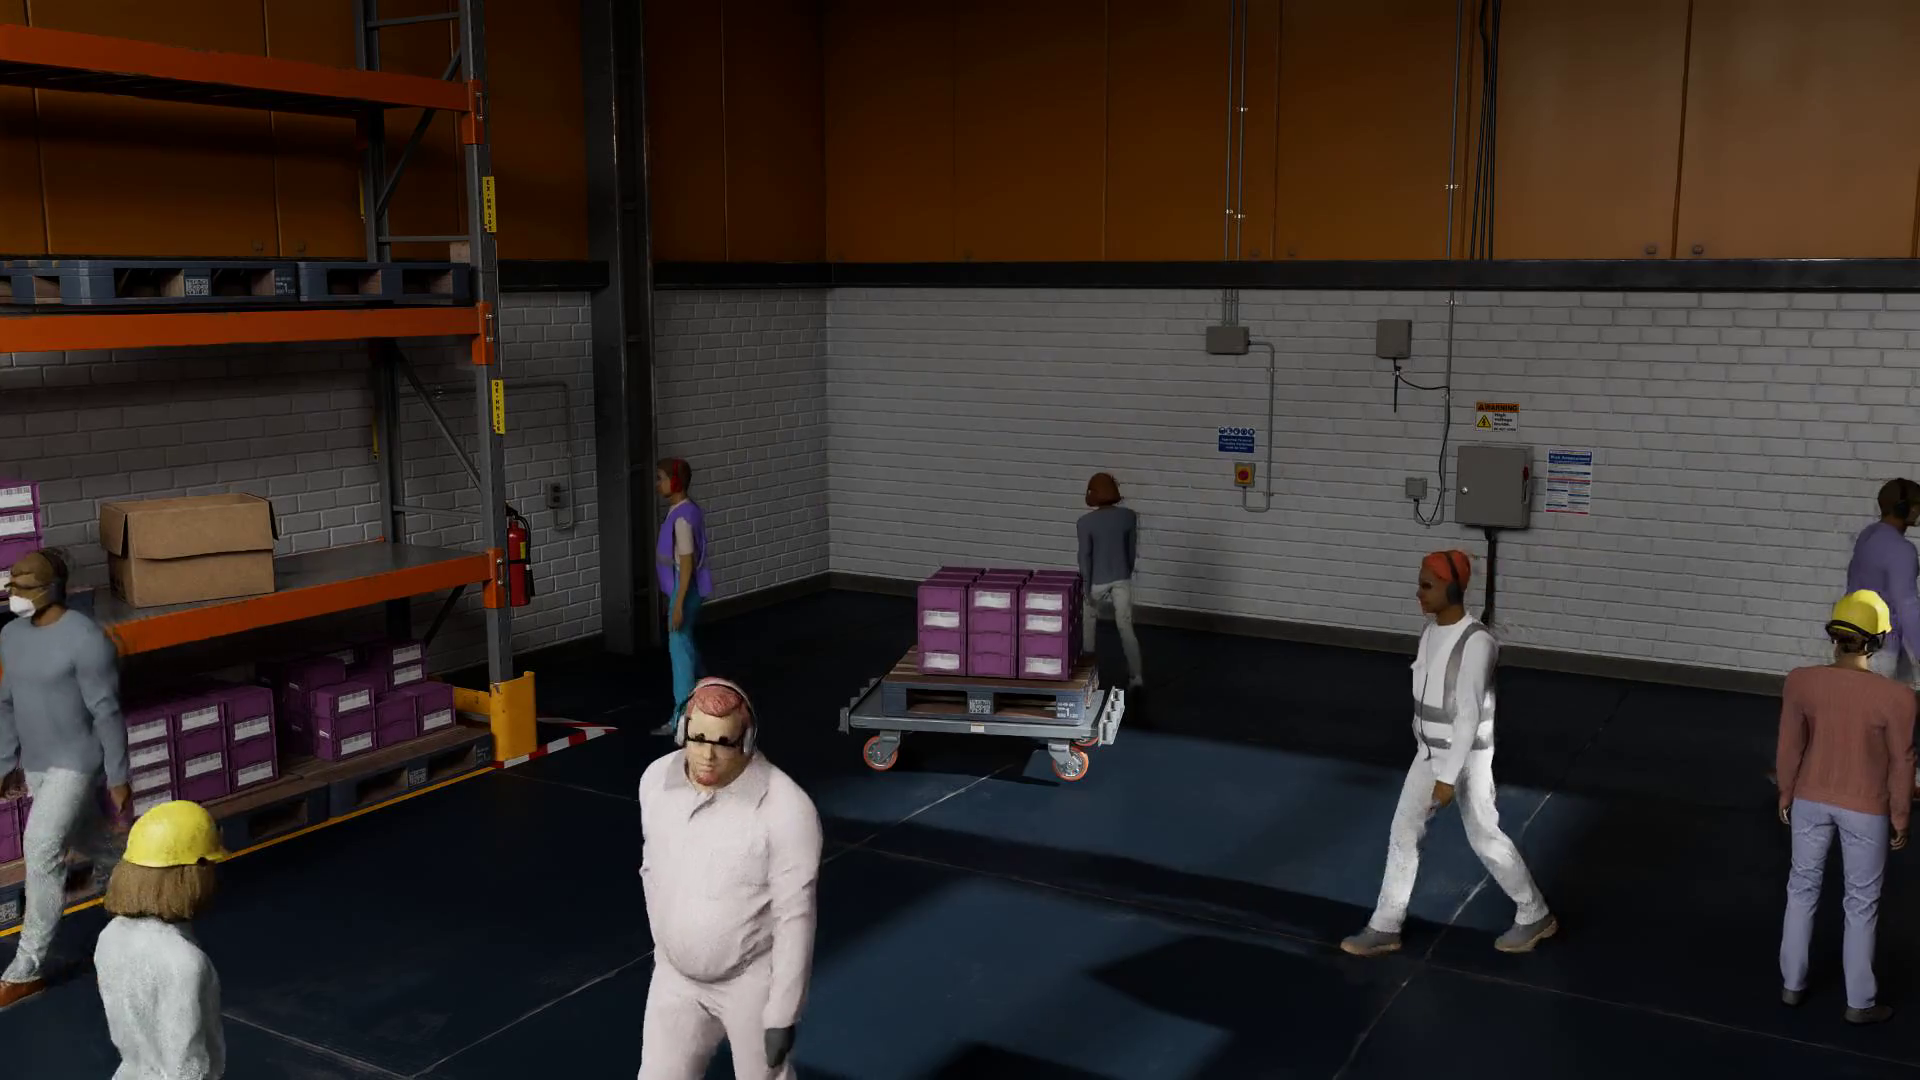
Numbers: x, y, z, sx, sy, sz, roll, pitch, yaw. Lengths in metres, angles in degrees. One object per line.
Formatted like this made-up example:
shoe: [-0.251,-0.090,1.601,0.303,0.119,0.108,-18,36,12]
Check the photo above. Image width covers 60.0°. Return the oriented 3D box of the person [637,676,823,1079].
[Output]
person: [-0.763,1.326,4.892,0.673,1.864,0.886,5,10,27]

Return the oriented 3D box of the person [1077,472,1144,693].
person: [1.094,0.300,12.135,0.507,1.593,0.848,-3,10,-19]

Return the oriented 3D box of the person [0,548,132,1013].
person: [-3.823,0.956,7.131,0.646,1.896,1.003,5,10,28]

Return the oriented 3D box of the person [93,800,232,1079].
person: [-2.042,1.508,4.314,0.492,1.680,0.942,7,11,37]

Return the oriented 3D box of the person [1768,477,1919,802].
person: [5.169,0.582,9.466,0.985,1.902,0.632,3,10,18]

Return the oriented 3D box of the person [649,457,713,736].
person: [-1.833,0.370,10.972,0.411,1.856,0.568,-2,9,-11]

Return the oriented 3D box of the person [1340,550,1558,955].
person: [2.232,0.951,7.340,0.961,1.848,0.582,-2,9,-13]

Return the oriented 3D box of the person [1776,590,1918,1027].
person: [3.589,1.076,6.757,0.324,1.769,0.523,-7,12,-39]
